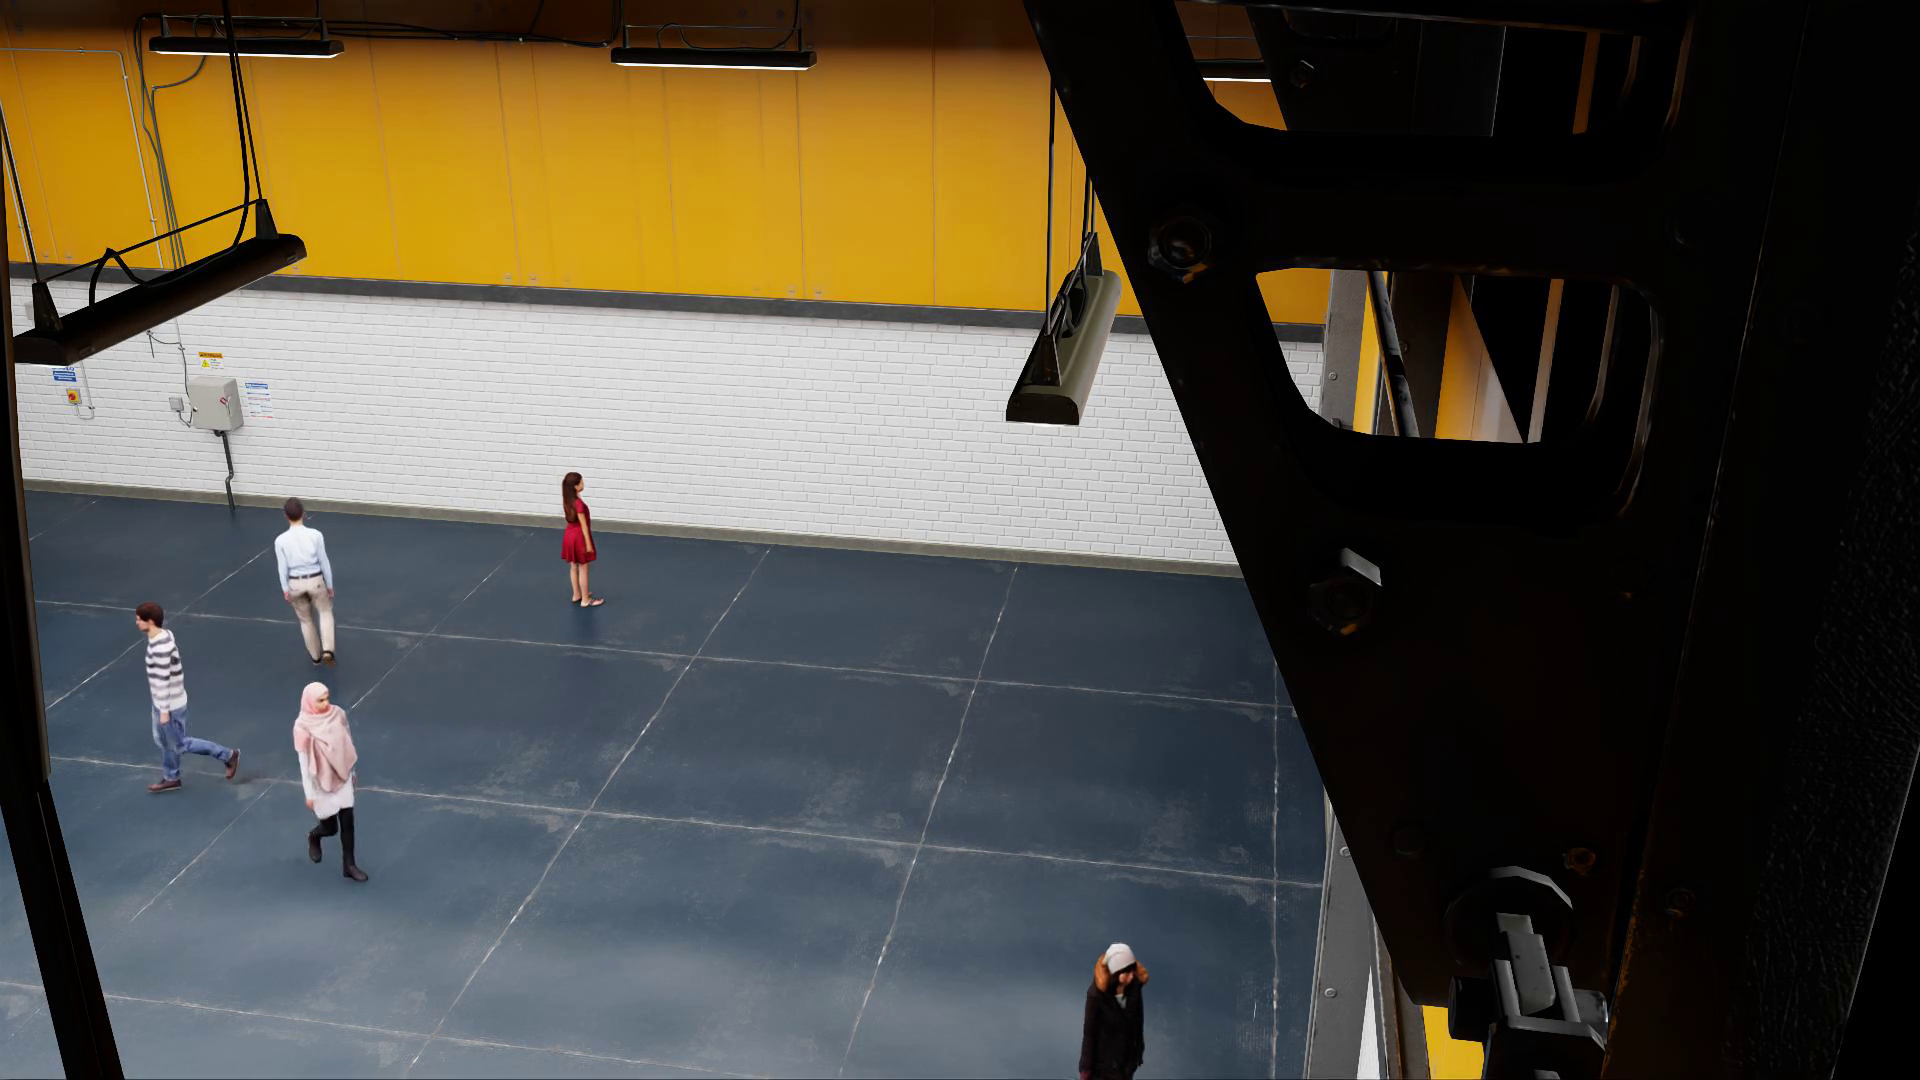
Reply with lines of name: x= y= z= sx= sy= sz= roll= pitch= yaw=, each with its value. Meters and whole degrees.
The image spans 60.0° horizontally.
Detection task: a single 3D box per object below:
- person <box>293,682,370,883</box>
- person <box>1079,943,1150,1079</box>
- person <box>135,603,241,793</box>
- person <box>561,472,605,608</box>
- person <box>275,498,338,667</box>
person: x=-5.171 y=1.963 z=13.499 sx=0.900 sy=1.789 sz=0.909 roll=16 pitch=28 yaw=32
person: x=0.934 y=3.275 z=10.702 sx=0.912 sy=1.626 sz=0.996 roll=-12 pitch=26 yaw=-25
person: x=-6.899 y=1.404 z=14.727 sx=1.091 sy=1.829 sz=1.084 roll=-12 pitch=26 yaw=-25
person: x=-4.210 y=-0.020 z=18.329 sx=0.739 sy=1.553 sz=0.679 roll=-19 pitch=30 yaw=-36
person: x=-6.594 y=0.493 z=16.814 sx=0.922 sy=1.826 sz=1.035 roll=-10 pitch=26 yaw=-22
